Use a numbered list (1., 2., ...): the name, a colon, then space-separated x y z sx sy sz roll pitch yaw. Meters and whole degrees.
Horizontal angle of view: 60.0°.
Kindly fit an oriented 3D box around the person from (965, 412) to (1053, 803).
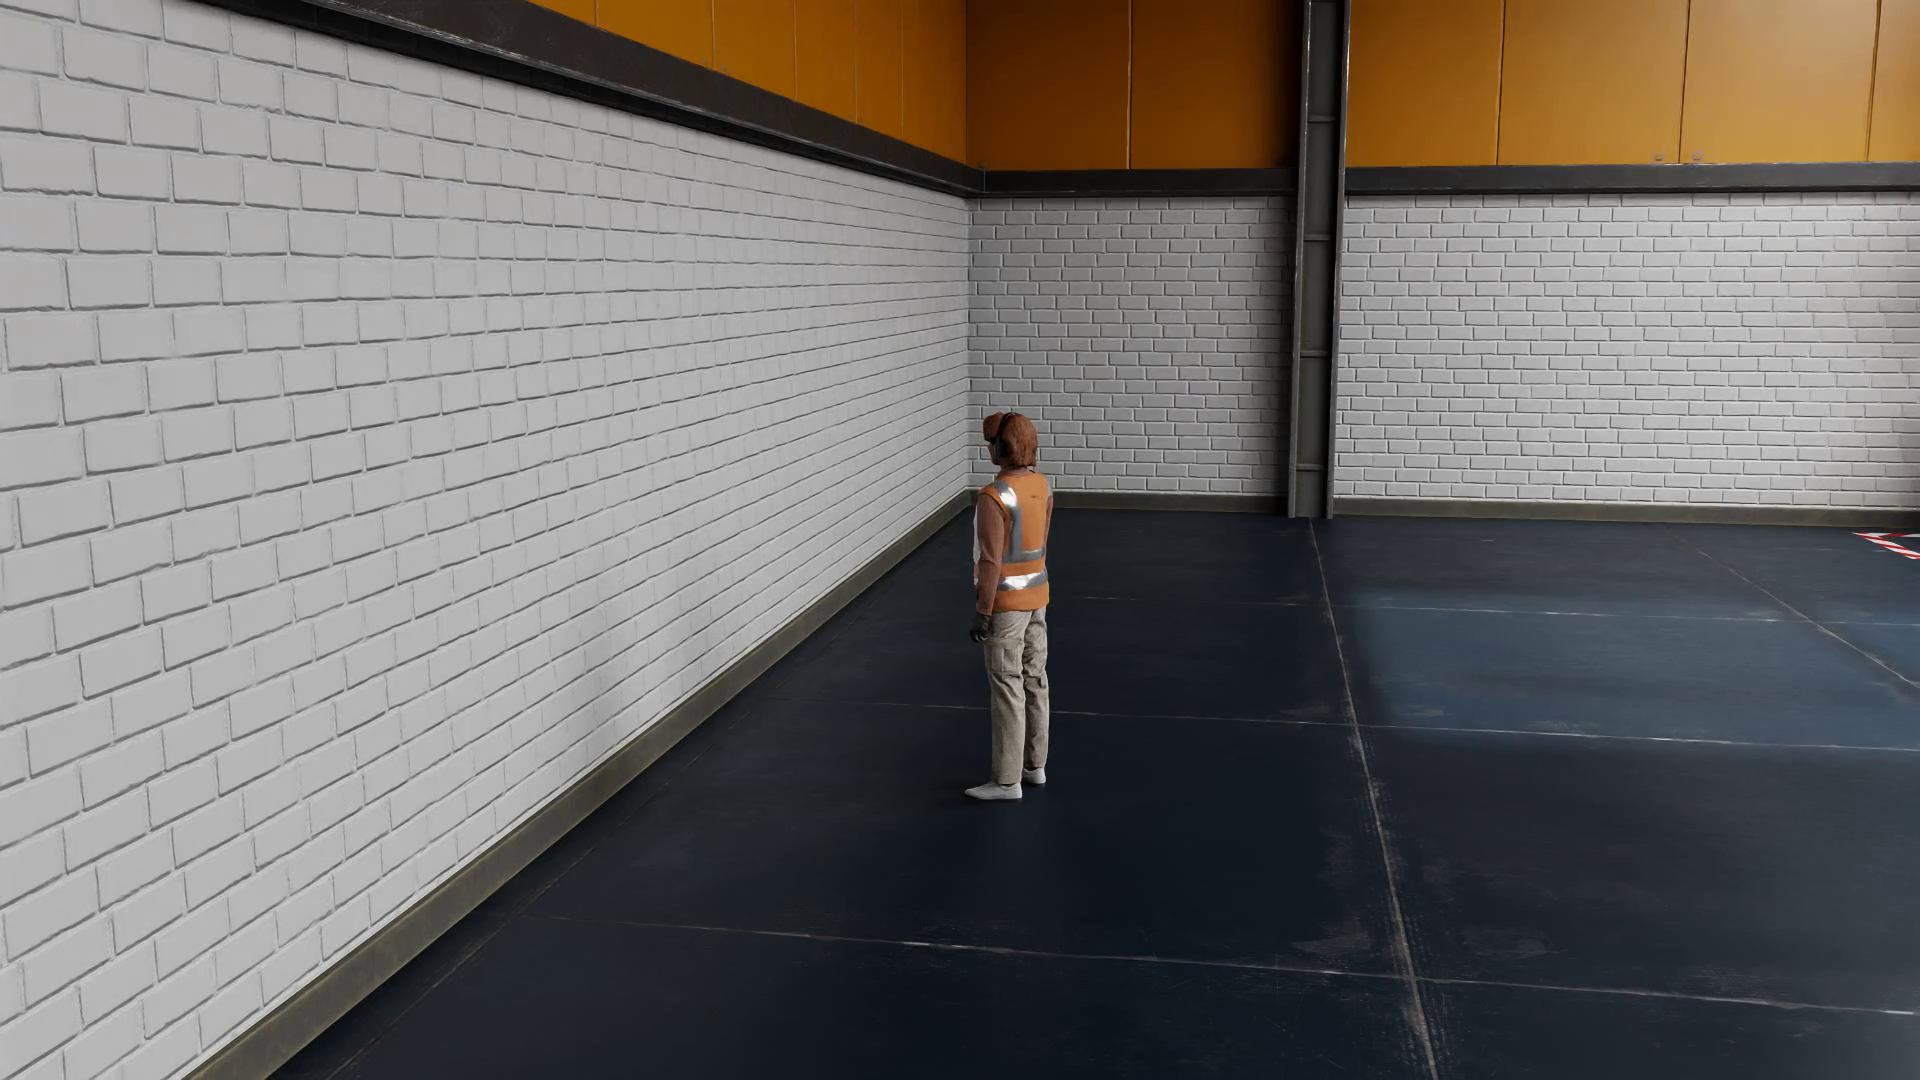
1. person: 0.219 0.280 6.987 0.307 1.641 0.514 5 11 30
